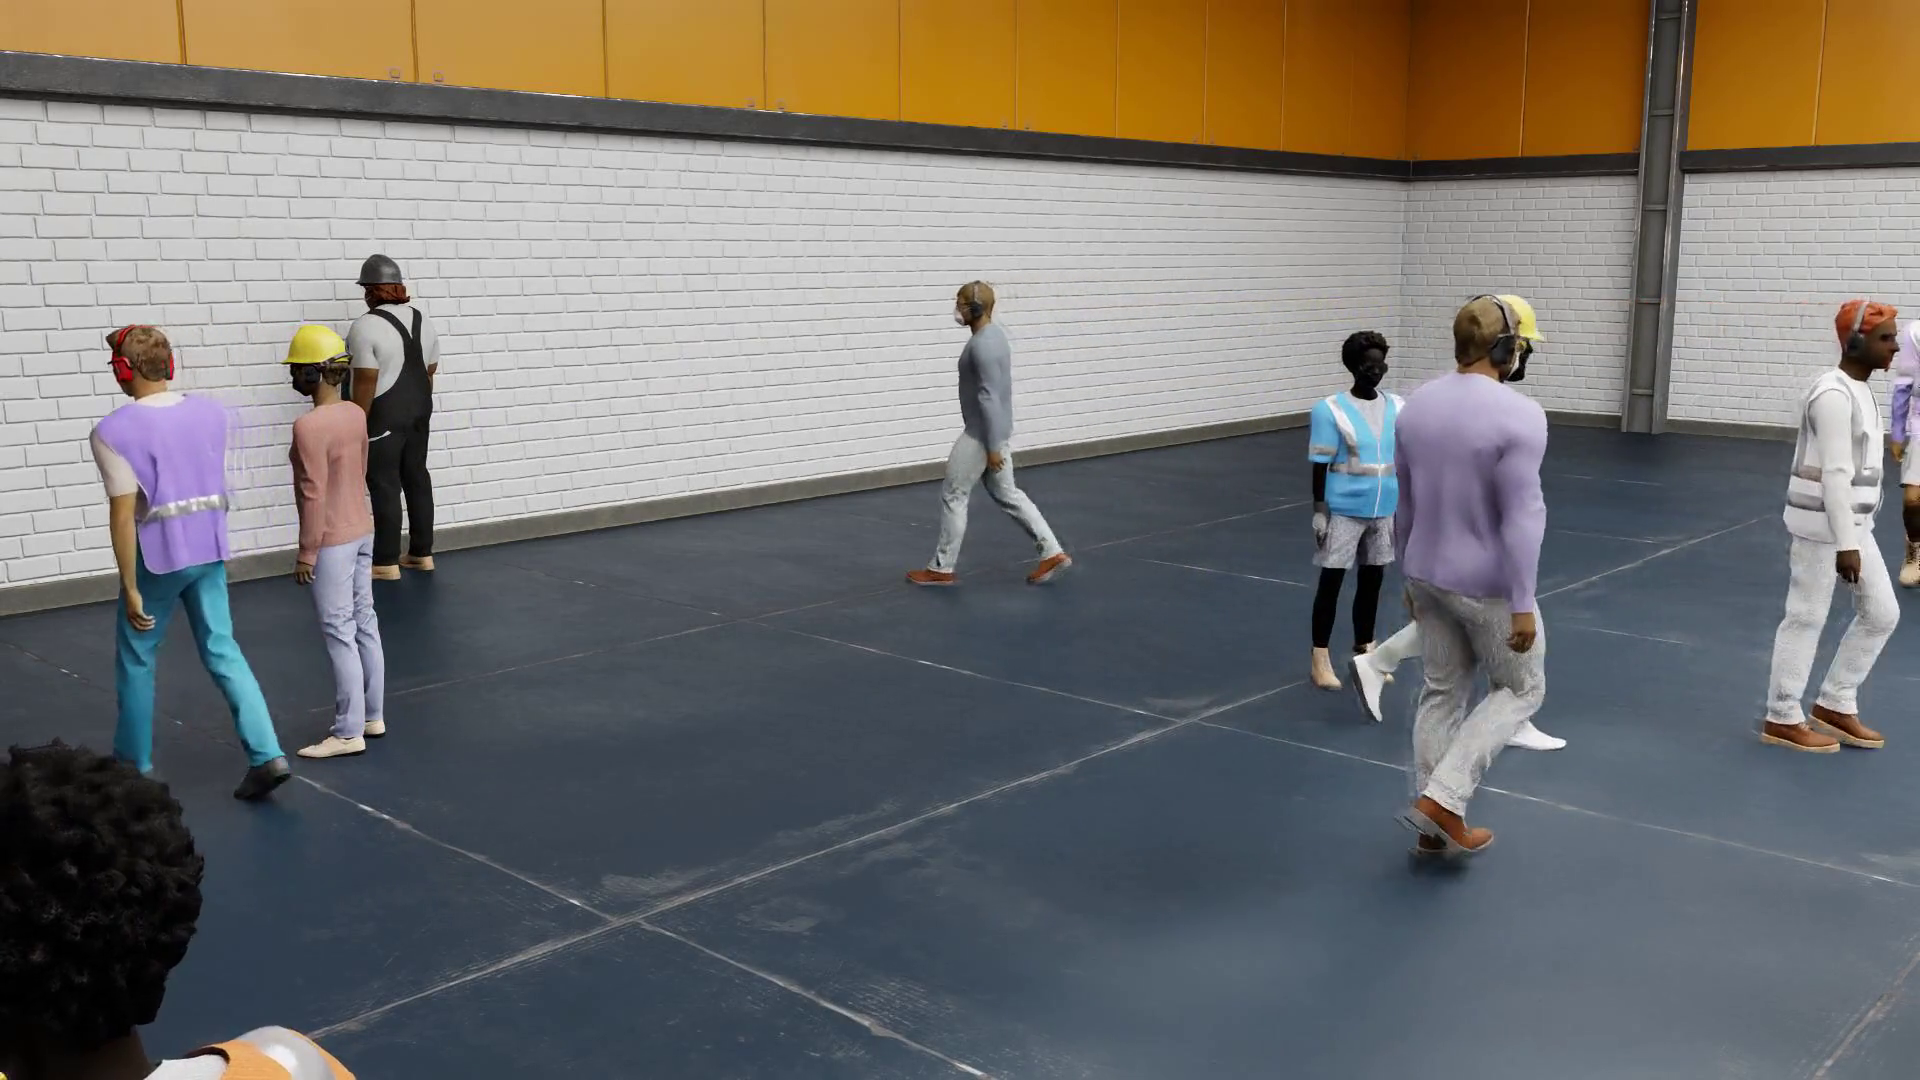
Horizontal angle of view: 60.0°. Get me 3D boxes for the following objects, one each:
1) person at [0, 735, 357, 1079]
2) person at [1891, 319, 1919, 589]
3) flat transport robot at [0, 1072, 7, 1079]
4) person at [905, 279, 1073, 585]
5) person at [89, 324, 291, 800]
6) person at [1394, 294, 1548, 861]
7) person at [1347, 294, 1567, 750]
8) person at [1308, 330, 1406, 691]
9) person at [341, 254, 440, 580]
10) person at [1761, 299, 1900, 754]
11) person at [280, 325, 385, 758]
[{"bbox_3d":[-0.684,0.996,1.408,0.318,1.693,0.535,3,11,19],"label":"person"},{"bbox_3d":[5.758,-0.628,9.687,0.605,2.031,0.489,7,12,33],"label":"person"},{"bbox_3d":[-2.862,1.179,4.403,1.431,0.197,0.652,8,12,37],"label":"flat transport robot"},{"bbox_3d":[0.205,-0.642,10.161,1.005,1.894,0.632,1,10,8],"label":"person"},{"bbox_3d":[-2.931,0.093,6.241,0.905,1.802,0.554,6,12,30],"label":"person"},{"bbox_3d":[1.708,0.148,5.561,0.430,1.923,0.651,-5,11,-27],"label":"person"},{"bbox_3d":[2.106,-0.078,6.966,0.854,1.896,0.590,4,11,22],"label":"person"},{"bbox_3d":[1.880,-0.138,7.845,0.540,1.695,0.317,-4,11,-22],"label":"person"},{"bbox_3d":[-3.638,-0.779,10.514,0.538,2.000,0.687,4,11,22],"label":"person"},{"bbox_3d":[3.604,-0.030,6.750,0.579,1.865,0.573,10,14,43],"label":"person"},{"bbox_3d":[-2.580,0.008,6.819,0.315,1.769,0.525,0,10,3],"label":"person"}]
